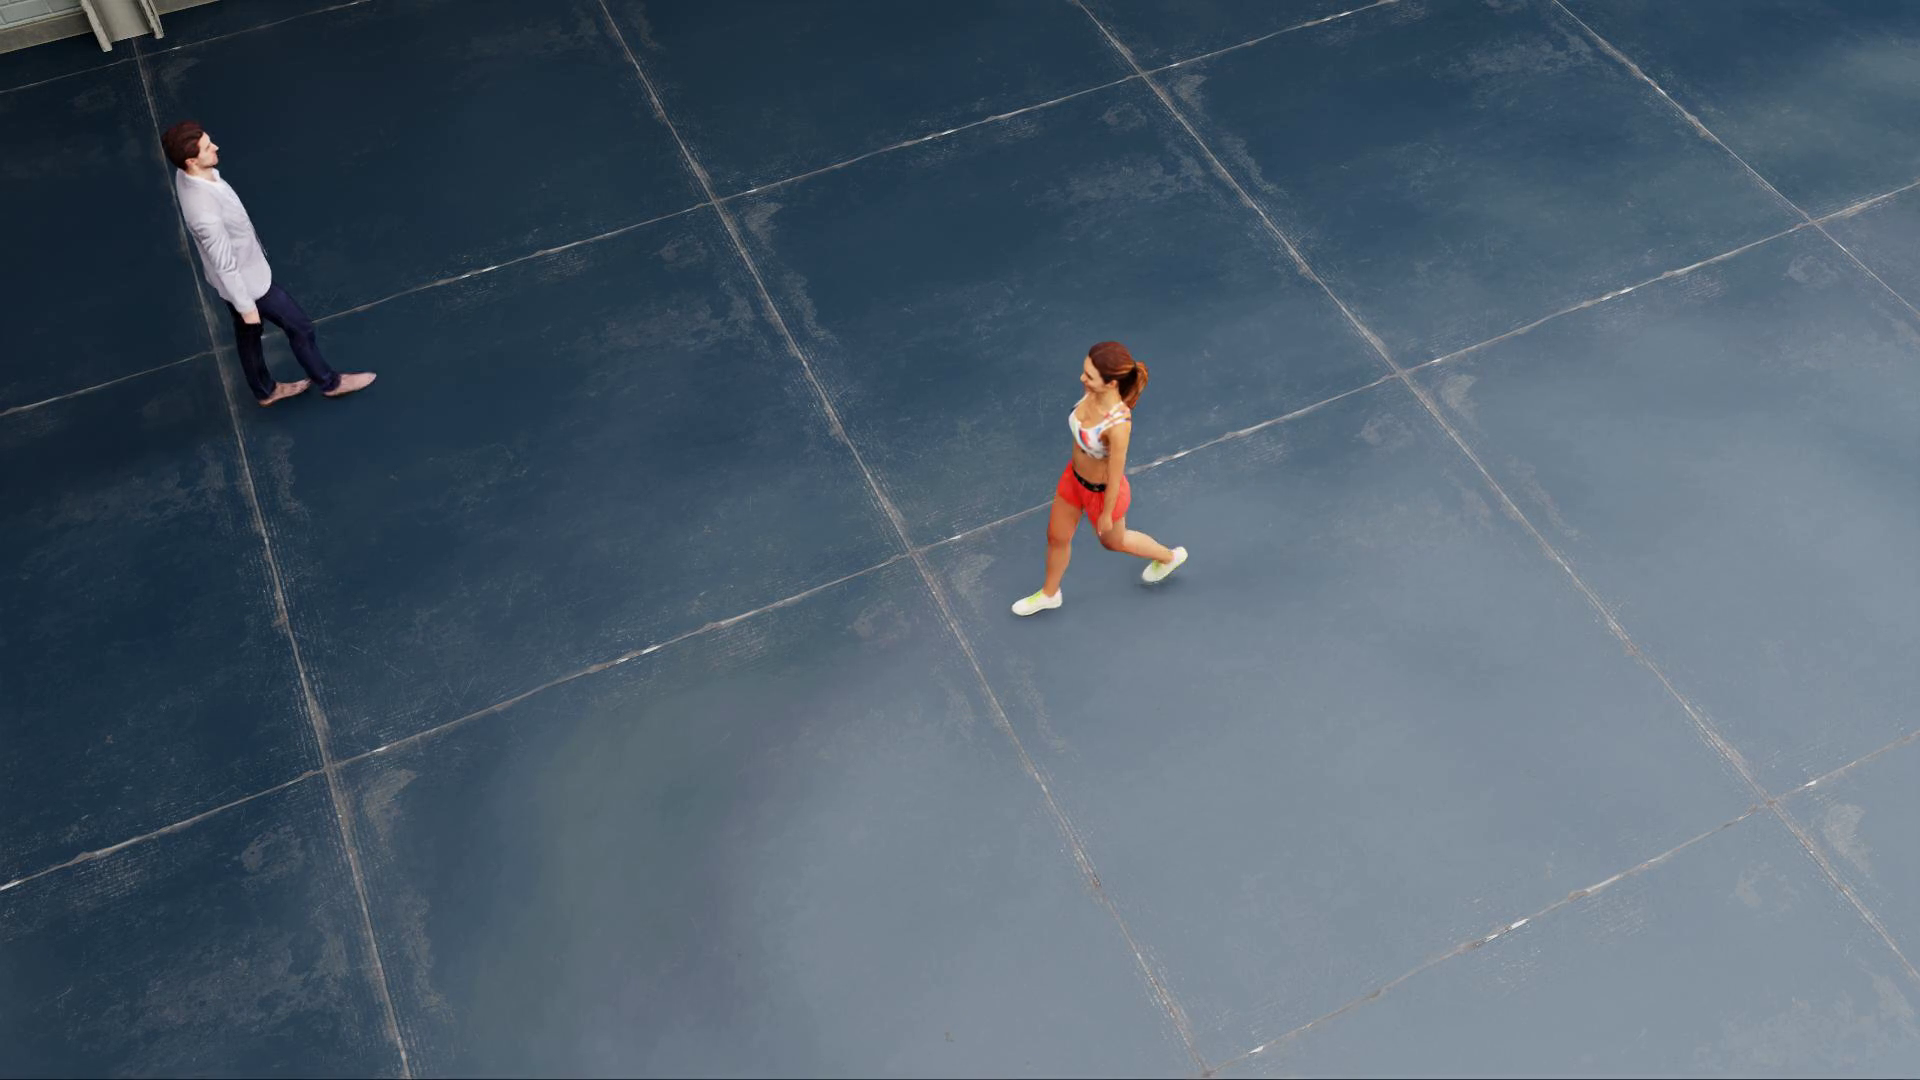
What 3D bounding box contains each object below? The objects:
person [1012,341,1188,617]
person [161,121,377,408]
[{"bbox_3d":[0.718,-0.260,7.705,1.148,1.760,0.676,-15,54,-11],"label":"person"},{"bbox_3d":[-3.758,-1.328,8.485,0.871,1.835,0.727,-23,56,-17],"label":"person"}]
